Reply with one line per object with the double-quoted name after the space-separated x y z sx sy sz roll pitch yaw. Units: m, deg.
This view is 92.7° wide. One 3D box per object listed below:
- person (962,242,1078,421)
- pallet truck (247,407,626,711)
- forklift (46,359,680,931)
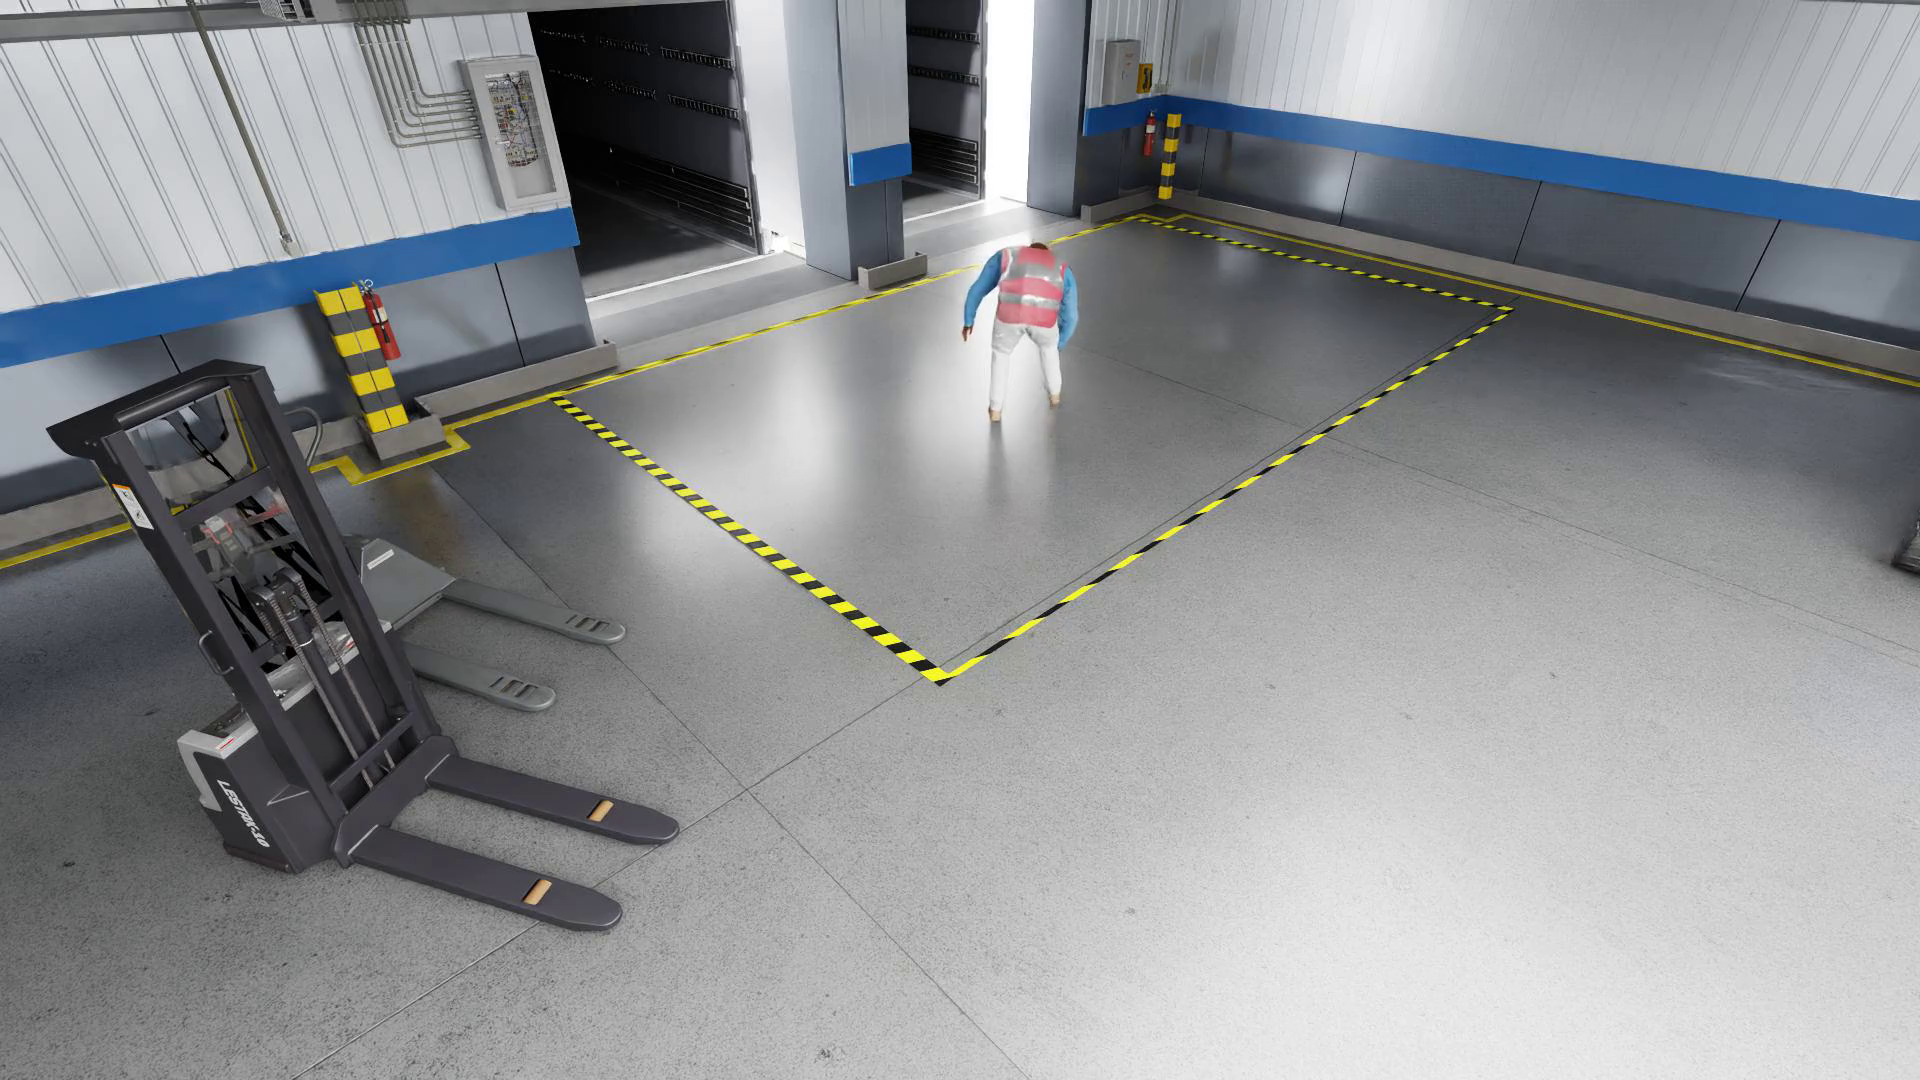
0.452 -1.606 6.994 0.870 1.270 0.917 -2 34 -3 "person"
-2.628 0.038 4.590 1.601 1.201 0.680 12 36 18 "pallet truck"
-2.135 0.422 3.354 1.885 1.965 0.823 10 35 14 "forklift"
